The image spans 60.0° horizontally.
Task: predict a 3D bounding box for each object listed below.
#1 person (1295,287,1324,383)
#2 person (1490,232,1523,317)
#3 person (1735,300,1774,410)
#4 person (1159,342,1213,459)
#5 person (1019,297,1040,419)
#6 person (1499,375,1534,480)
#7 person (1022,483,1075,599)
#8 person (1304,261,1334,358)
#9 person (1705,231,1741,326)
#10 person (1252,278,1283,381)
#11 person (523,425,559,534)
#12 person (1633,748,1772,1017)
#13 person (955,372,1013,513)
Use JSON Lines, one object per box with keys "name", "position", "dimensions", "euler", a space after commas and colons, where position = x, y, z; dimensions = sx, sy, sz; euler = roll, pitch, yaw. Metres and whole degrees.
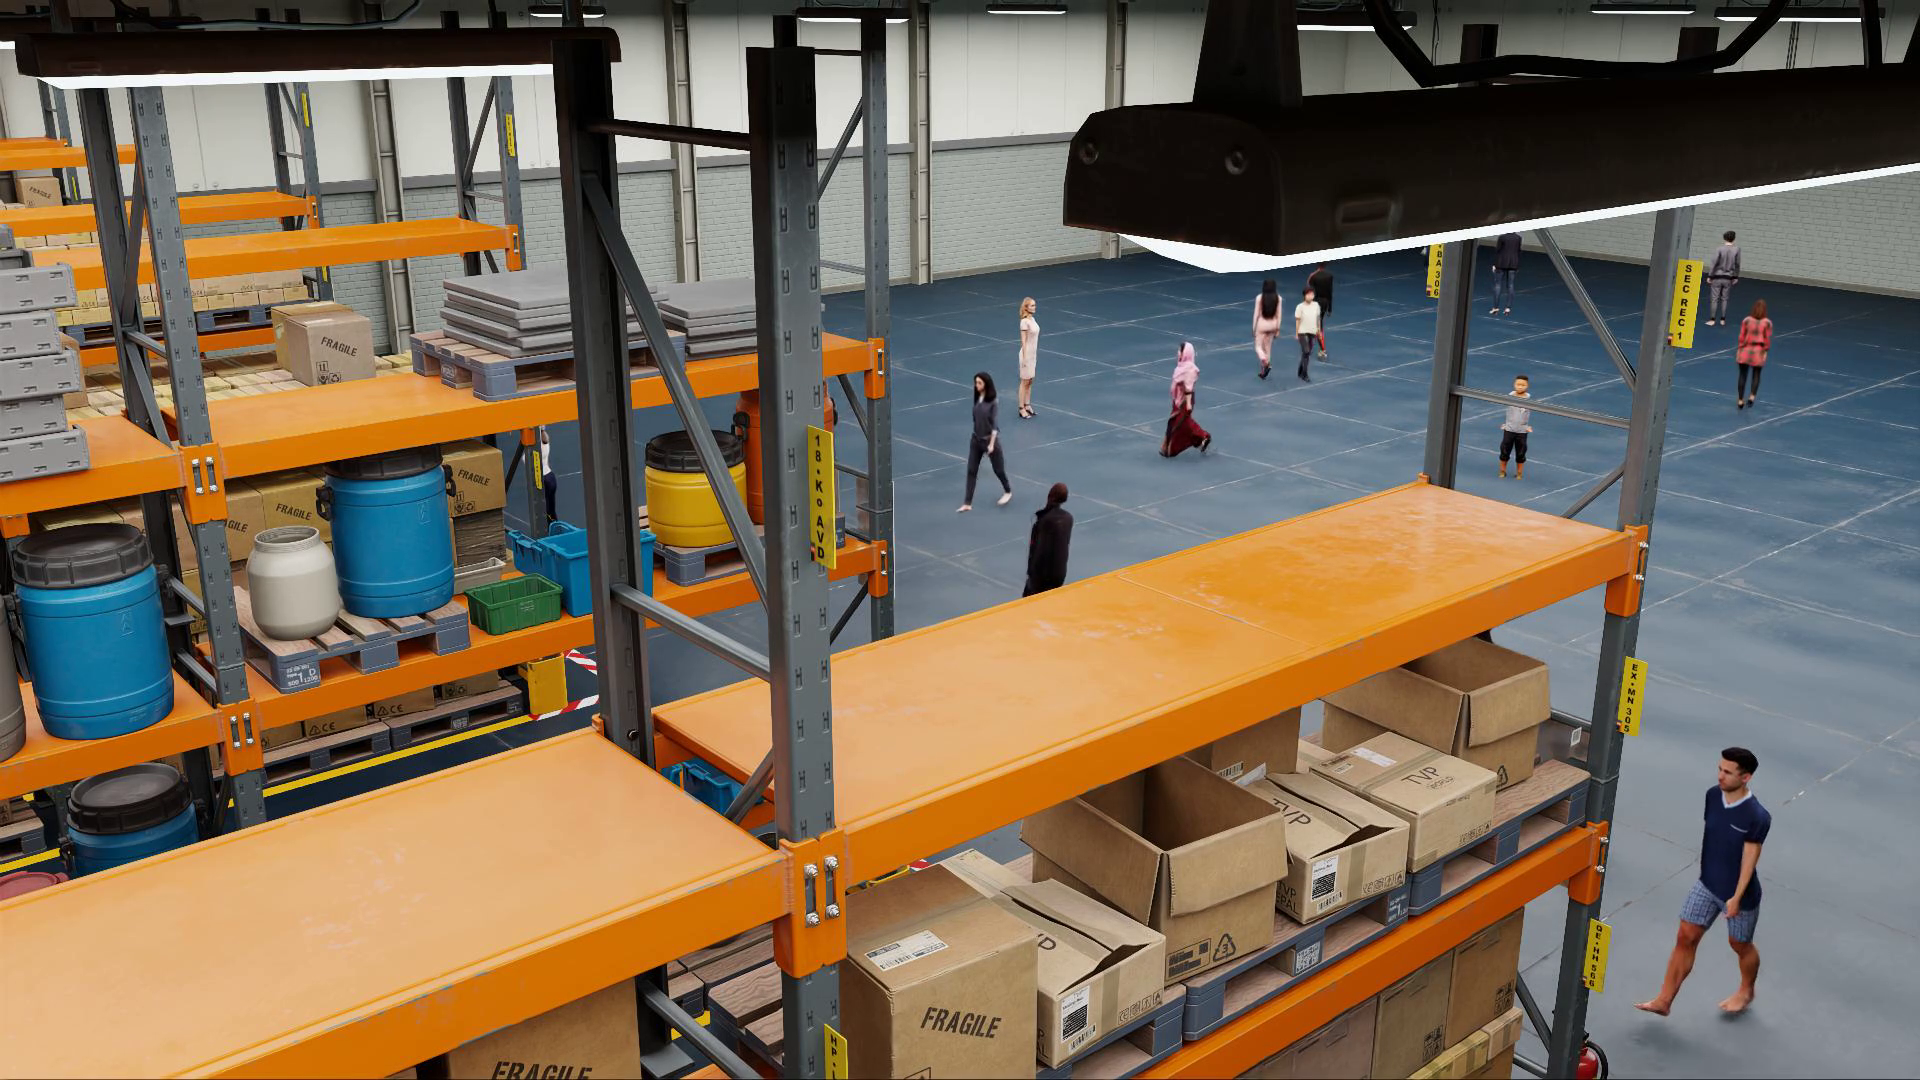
{"name": "person", "position": [5.737, -3.436, 27.686], "dimensions": [0.717, 1.572, 0.760], "euler": [-8, 20, -24]}
{"name": "person", "position": [9.911, -4.985, 30.281], "dimensions": [0.814, 1.778, 0.792], "euler": [0, 18, 1]}
{"name": "person", "position": [12.230, -2.845, 25.708], "dimensions": [0.793, 1.675, 0.960], "euler": [10, 20, 27]}
{"name": "person", "position": [3.159, -1.930, 22.988], "dimensions": [1.094, 1.617, 0.997], "euler": [-1, 18, -3]}
{"name": "person", "position": [1.023, -2.775, 25.238], "dimensions": [0.695, 1.831, 0.561], "euler": [9, 20, 26]}
{"name": "person", "position": [7.386, -1.543, 22.065], "dimensions": [0.630, 1.453, 0.640], "euler": [6, 19, 18]}
{"name": "person", "position": [0.832, 0.374, 15.655], "dimensions": [0.980, 1.777, 0.779], "euler": [5, 19, 16]}
{"name": "person", "position": [6.362, -4.078, 29.354], "dimensions": [1.207, 1.760, 1.008], "euler": [-6, 19, -16]}
{"name": "person", "position": [14.837, -5.096, 32.361], "dimensions": [0.792, 1.834, 0.869], "euler": [2, 18, 6]}
{"name": "person", "position": [5.103, -3.470, 27.573], "dimensions": [0.906, 1.708, 0.914], "euler": [-3, 18, -10]}
{"name": "person", "position": [-4.674, -0.571, 18.680], "dimensions": [0.740, 1.701, 0.666], "euler": [3, 18, 9]}
{"name": "person", "position": [4.784, 2.134, 10.222], "dimensions": [1.200, 1.796, 0.850], "euler": [-8, 20, -23]}
{"name": "person", "position": [0.397, -1.208, 20.610], "dimensions": [0.737, 1.718, 1.197], "euler": [15, 24, 39]}
